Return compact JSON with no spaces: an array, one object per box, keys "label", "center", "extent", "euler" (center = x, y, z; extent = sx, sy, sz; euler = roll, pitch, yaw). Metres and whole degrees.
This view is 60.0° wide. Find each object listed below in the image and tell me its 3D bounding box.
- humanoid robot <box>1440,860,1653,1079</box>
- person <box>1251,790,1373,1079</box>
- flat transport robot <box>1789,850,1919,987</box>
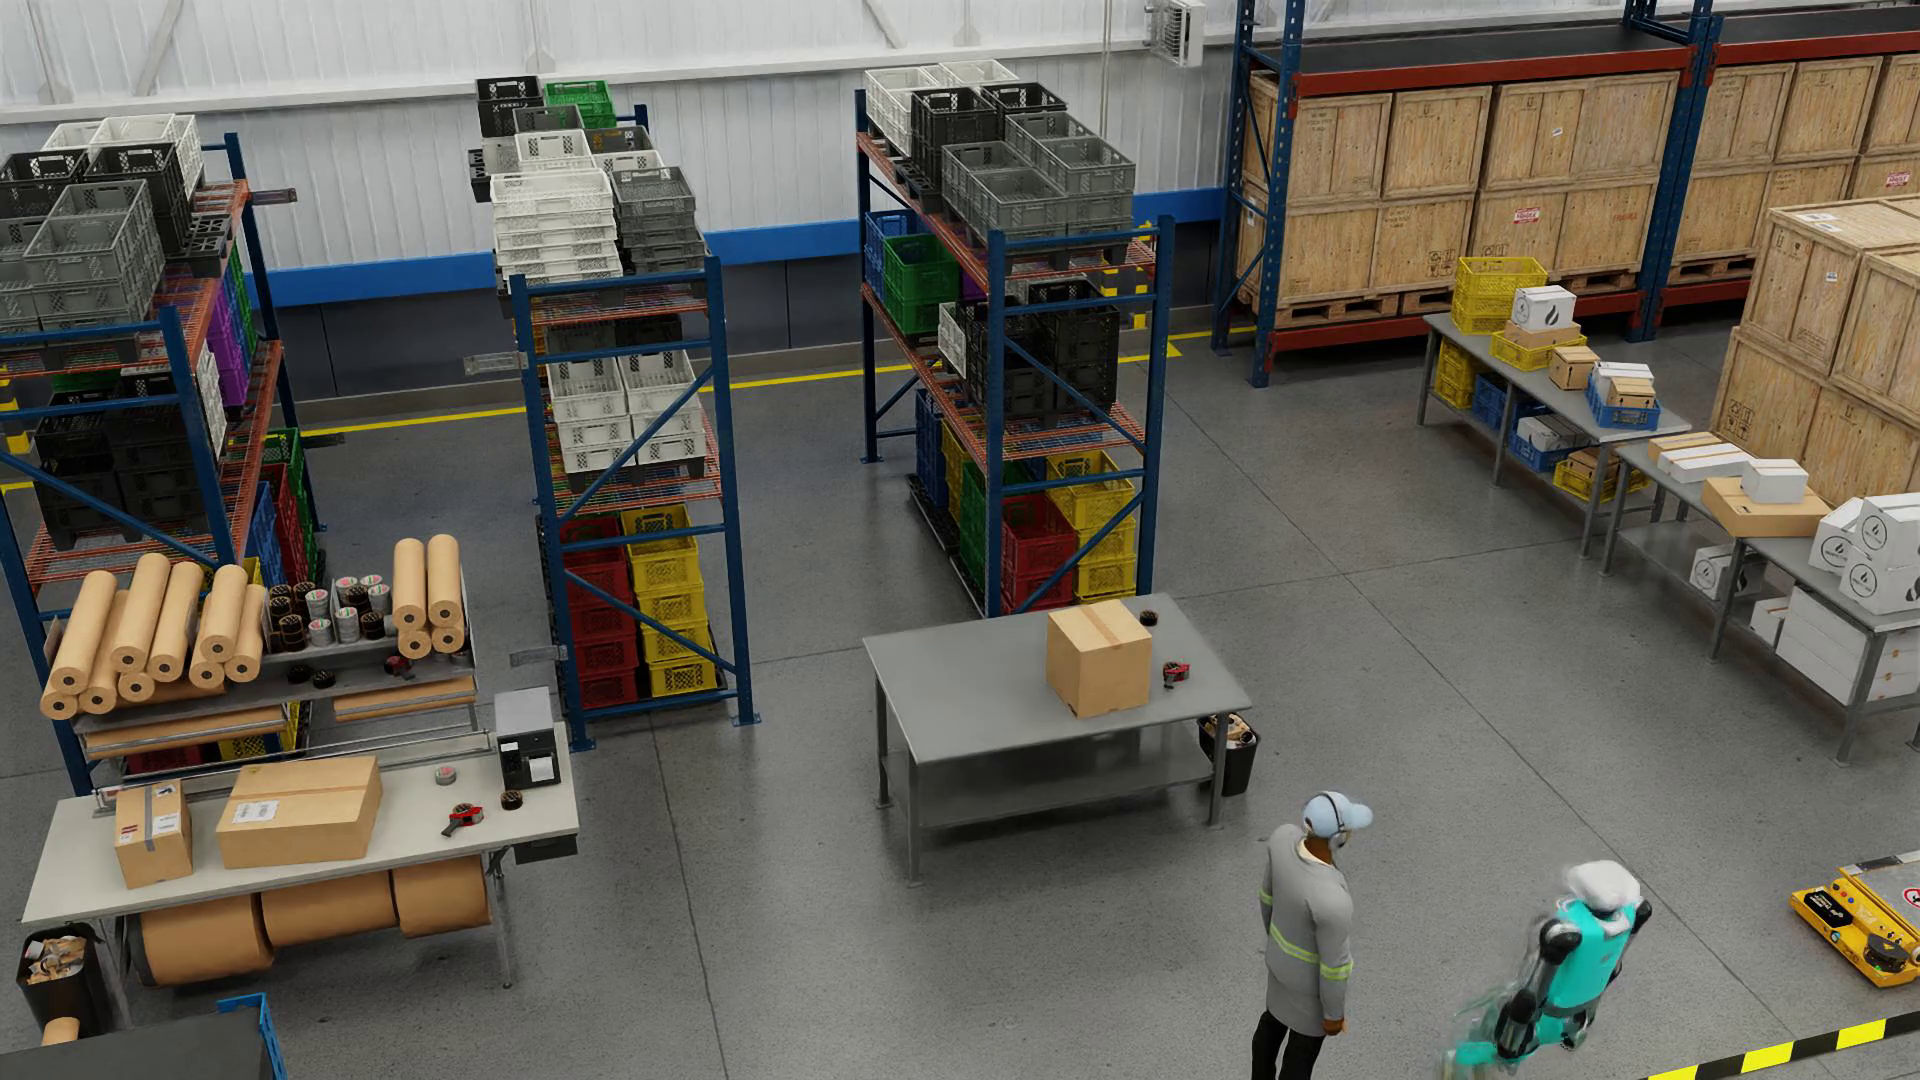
[{"label":"humanoid robot","center":[2.362,1.978,7.071],"extent":[0.575,1.789,0.780],"euler":[-15,32,-25]},{"label":"person","center":[1.513,1.838,7.173],"extent":[0.388,1.850,0.598],"euler":[-9,30,-16]},{"label":"flat transport robot","center":[5.163,1.916,8.676],"extent":[1.431,0.231,0.659],"euler":[-8,30,-14]}]
